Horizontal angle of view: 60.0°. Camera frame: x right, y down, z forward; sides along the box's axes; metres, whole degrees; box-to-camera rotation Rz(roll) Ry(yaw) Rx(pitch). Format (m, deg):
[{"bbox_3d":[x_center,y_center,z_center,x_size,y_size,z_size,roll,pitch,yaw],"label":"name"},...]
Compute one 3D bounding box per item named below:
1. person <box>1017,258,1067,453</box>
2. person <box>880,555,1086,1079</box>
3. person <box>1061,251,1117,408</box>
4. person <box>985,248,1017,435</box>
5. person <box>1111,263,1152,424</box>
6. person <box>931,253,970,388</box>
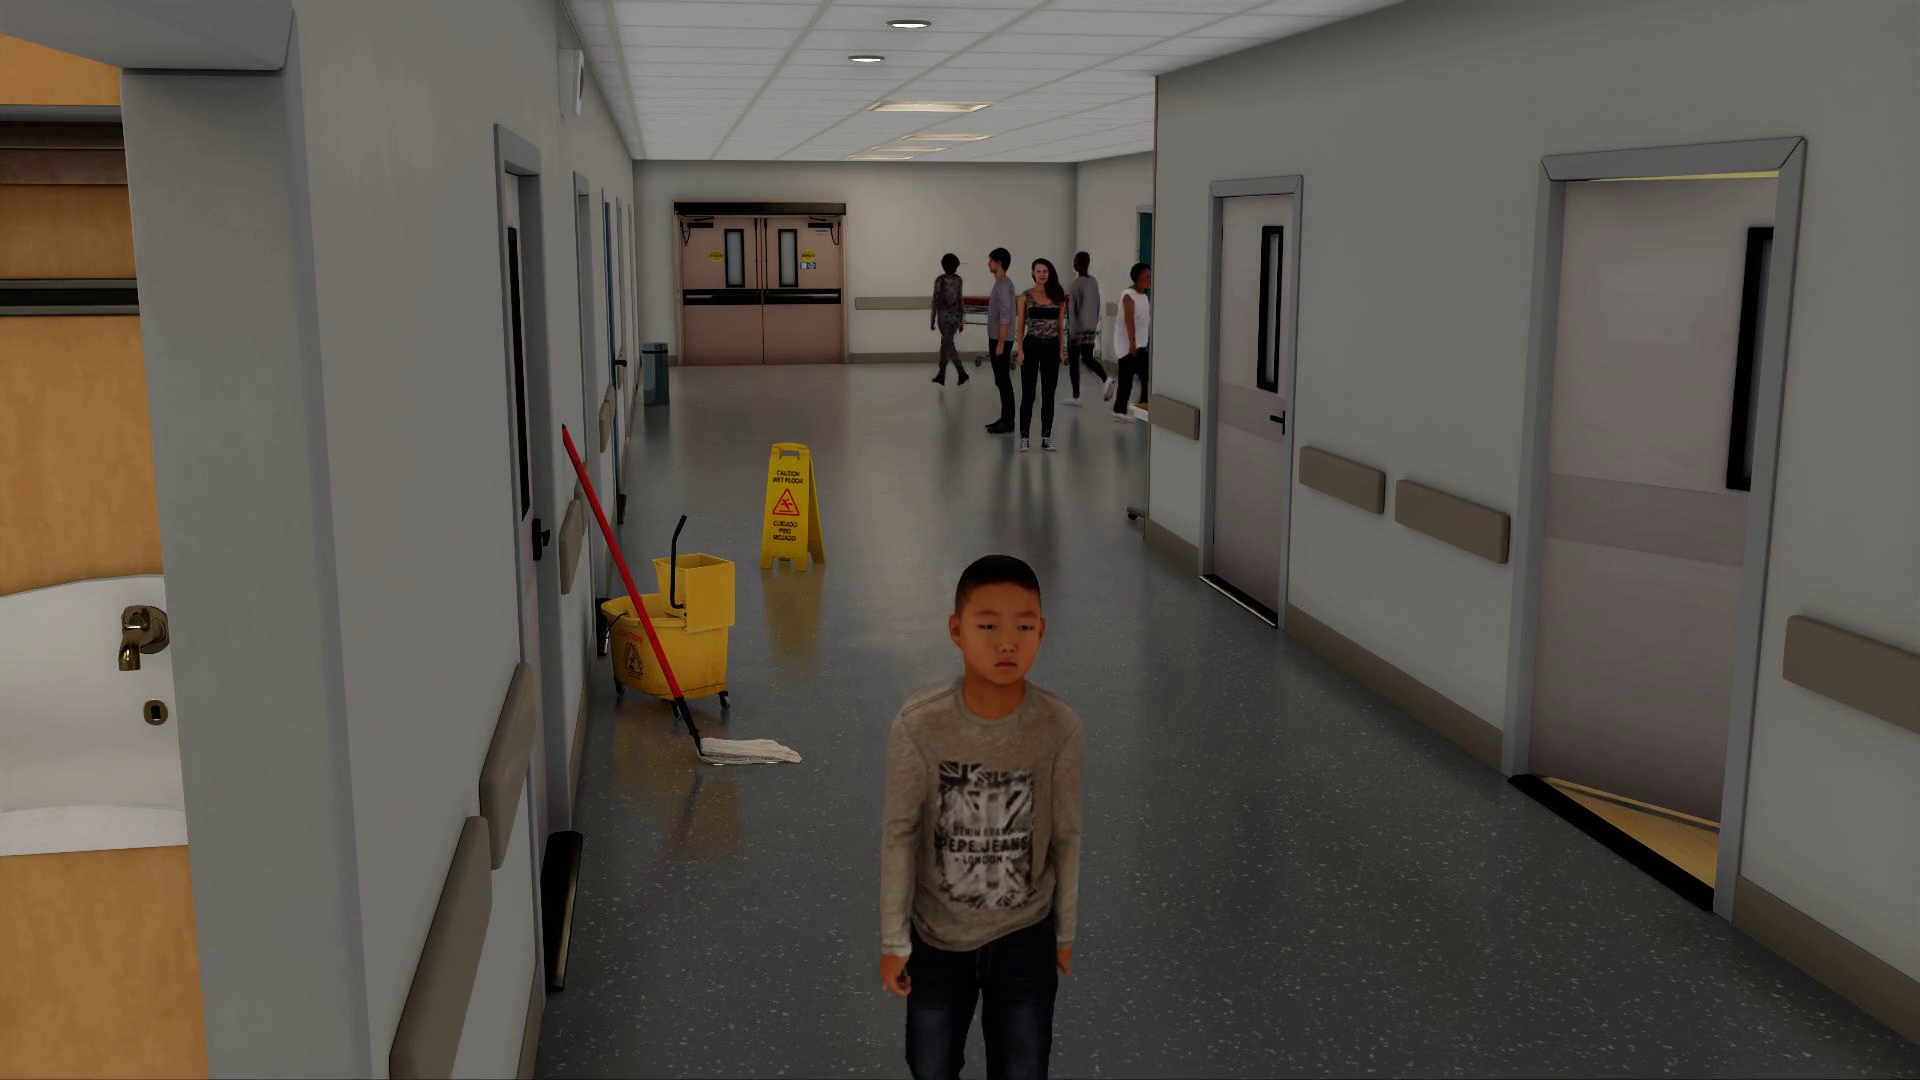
[{"bbox_3d":[0.738,-1.701,15.296,0.601,1.769,0.532,-2,11,-10],"label":"person"},{"bbox_3d":[0.028,0.744,3.291,0.618,1.441,0.978,-1,11,-3],"label":"person"},{"bbox_3d":[1.462,-2.362,18.816,0.916,1.756,1.062,-10,14,-42],"label":"person"},{"bbox_3d":[0.421,-2.000,16.674,0.749,1.843,0.518,0,11,-2],"label":"person"},{"bbox_3d":[1.769,-2.071,17.524,0.900,1.666,0.835,5,12,26],"label":"person"},{"bbox_3d":[-0.108,-2.748,21.054,0.880,1.680,1.193,-7,13,-32],"label":"person"}]
